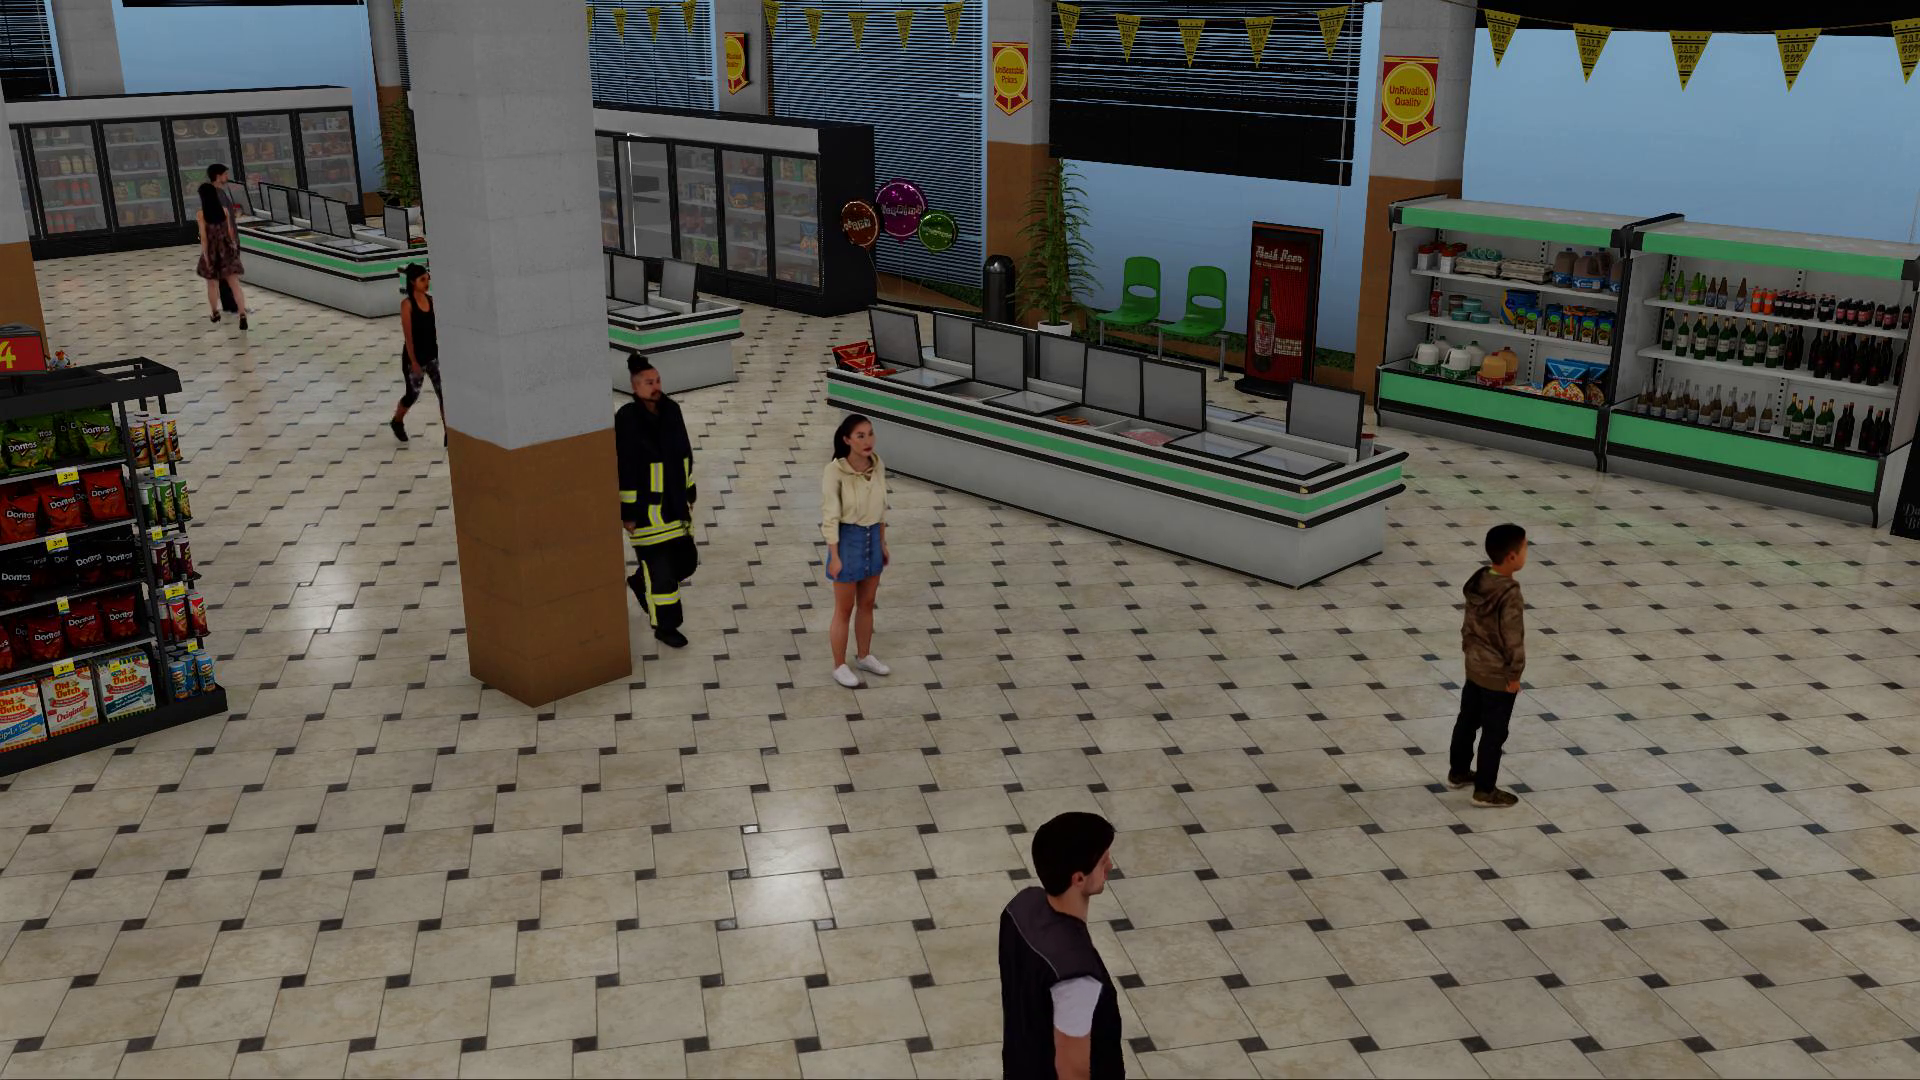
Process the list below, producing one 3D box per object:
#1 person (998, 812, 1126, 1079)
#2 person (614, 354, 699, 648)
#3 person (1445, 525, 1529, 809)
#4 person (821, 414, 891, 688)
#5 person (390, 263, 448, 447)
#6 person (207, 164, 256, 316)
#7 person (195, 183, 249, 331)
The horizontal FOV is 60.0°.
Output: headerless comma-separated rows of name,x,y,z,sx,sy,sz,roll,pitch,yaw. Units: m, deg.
person,0.194,1.642,4.814,0.949,1.826,1.021,-8,20,-24
person,-1.949,-0.266,10.454,0.930,1.838,0.809,14,23,36
person,2.683,0.624,8.416,0.734,1.454,0.635,-6,20,-17
person,-0.618,0.045,9.856,0.630,1.631,0.537,-17,25,-41
person,-4.834,-1.612,14.777,1.129,1.627,0.727,13,22,33
person,-9.199,-3.766,20.814,0.738,1.851,0.483,-16,24,-39
person,-8.648,-3.272,19.552,0.580,1.721,1.181,-18,25,-42
